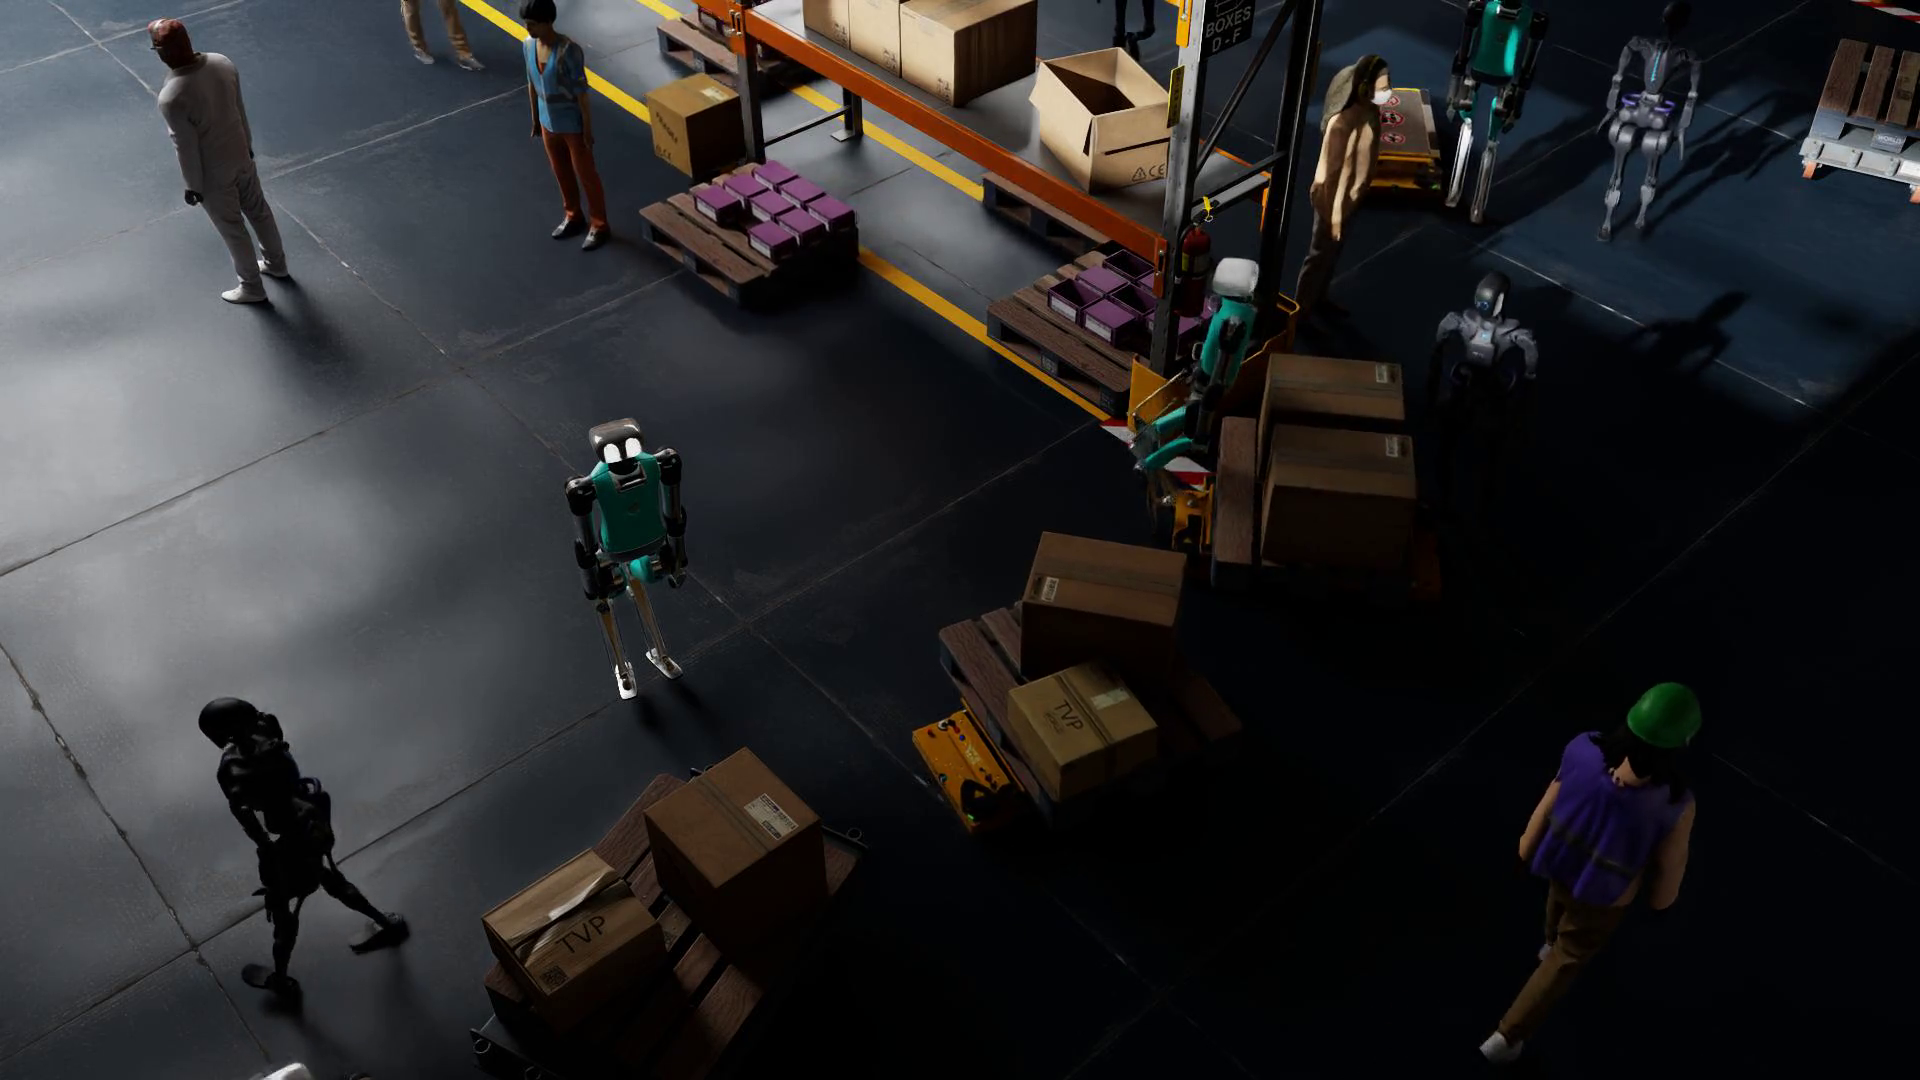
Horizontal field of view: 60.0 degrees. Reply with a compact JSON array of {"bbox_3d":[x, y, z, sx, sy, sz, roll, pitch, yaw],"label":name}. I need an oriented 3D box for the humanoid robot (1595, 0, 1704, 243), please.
[{"bbox_3d":[4.560,-2.765,11.073,0.603,1.642,0.406,24,48,24],"label":"humanoid robot"}]

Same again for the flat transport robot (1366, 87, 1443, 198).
[{"bbox_3d":[3.179,-2.996,12.354,0.659,0.231,1.431,4,43,5],"label":"flat transport robot"}]

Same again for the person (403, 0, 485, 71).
[{"bbox_3d":[-4.145,-4.436,12.858,0.815,1.705,0.572,32,51,30],"label":"person"}]

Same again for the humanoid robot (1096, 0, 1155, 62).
[{"bbox_3d":[1.337,-4.376,12.814,0.613,1.640,0.500,-7,43,-7],"label":"humanoid robot"}]

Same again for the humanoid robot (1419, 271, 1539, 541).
[{"bbox_3d":[2.761,-0.709,8.835,0.621,1.638,0.306,20,46,21],"label":"humanoid robot"}]

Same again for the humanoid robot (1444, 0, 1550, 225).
[{"bbox_3d":[3.604,-3.056,11.296,0.545,1.751,0.678,15,45,16],"label":"humanoid robot"}]

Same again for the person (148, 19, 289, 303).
[{"bbox_3d":[-4.690,-2.375,10.475,0.409,1.902,0.638,12,44,12],"label":"person"}]

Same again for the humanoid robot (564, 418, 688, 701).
[{"bbox_3d":[-1.611,0.013,7.898,0.533,1.677,0.735,-21,47,-22],"label":"humanoid robot"}]

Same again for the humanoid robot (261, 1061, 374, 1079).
[{"bbox_3d":[-2.193,2.188,5.640,1.017,1.740,0.540,34,52,31],"label":"humanoid robot"}]

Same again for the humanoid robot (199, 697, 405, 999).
[{"bbox_3d":[-2.763,1.208,6.757,0.653,1.628,0.610,-5,43,-5],"label":"humanoid robot"}]

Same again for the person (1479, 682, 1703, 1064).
[{"bbox_3d":[2.452,1.303,6.486,0.924,1.890,0.557,-28,49,-27],"label":"person"}]

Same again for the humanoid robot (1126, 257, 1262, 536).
[{"bbox_3d":[1.132,-0.699,8.802,0.752,1.836,0.541,8,43,9],"label":"humanoid robot"}]

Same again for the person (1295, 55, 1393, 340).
[{"bbox_3d":[2.338,-2.107,10.212,0.392,1.869,0.560,22,47,22],"label":"person"}]

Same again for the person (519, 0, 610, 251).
[{"bbox_3d":[-2.633,-2.763,11.000,0.500,1.759,0.334,20,46,21],"label":"person"}]

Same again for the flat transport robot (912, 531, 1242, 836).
[{"bbox_3d":[0.549,0.907,8.109,1.431,0.231,0.659,-19,46,-19],"label":"flat transport robot"}]

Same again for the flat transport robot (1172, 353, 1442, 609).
[{"bbox_3d":[1.893,-0.013,9.109,1.431,0.231,0.659,6,43,6],"label":"flat transport robot"}]
